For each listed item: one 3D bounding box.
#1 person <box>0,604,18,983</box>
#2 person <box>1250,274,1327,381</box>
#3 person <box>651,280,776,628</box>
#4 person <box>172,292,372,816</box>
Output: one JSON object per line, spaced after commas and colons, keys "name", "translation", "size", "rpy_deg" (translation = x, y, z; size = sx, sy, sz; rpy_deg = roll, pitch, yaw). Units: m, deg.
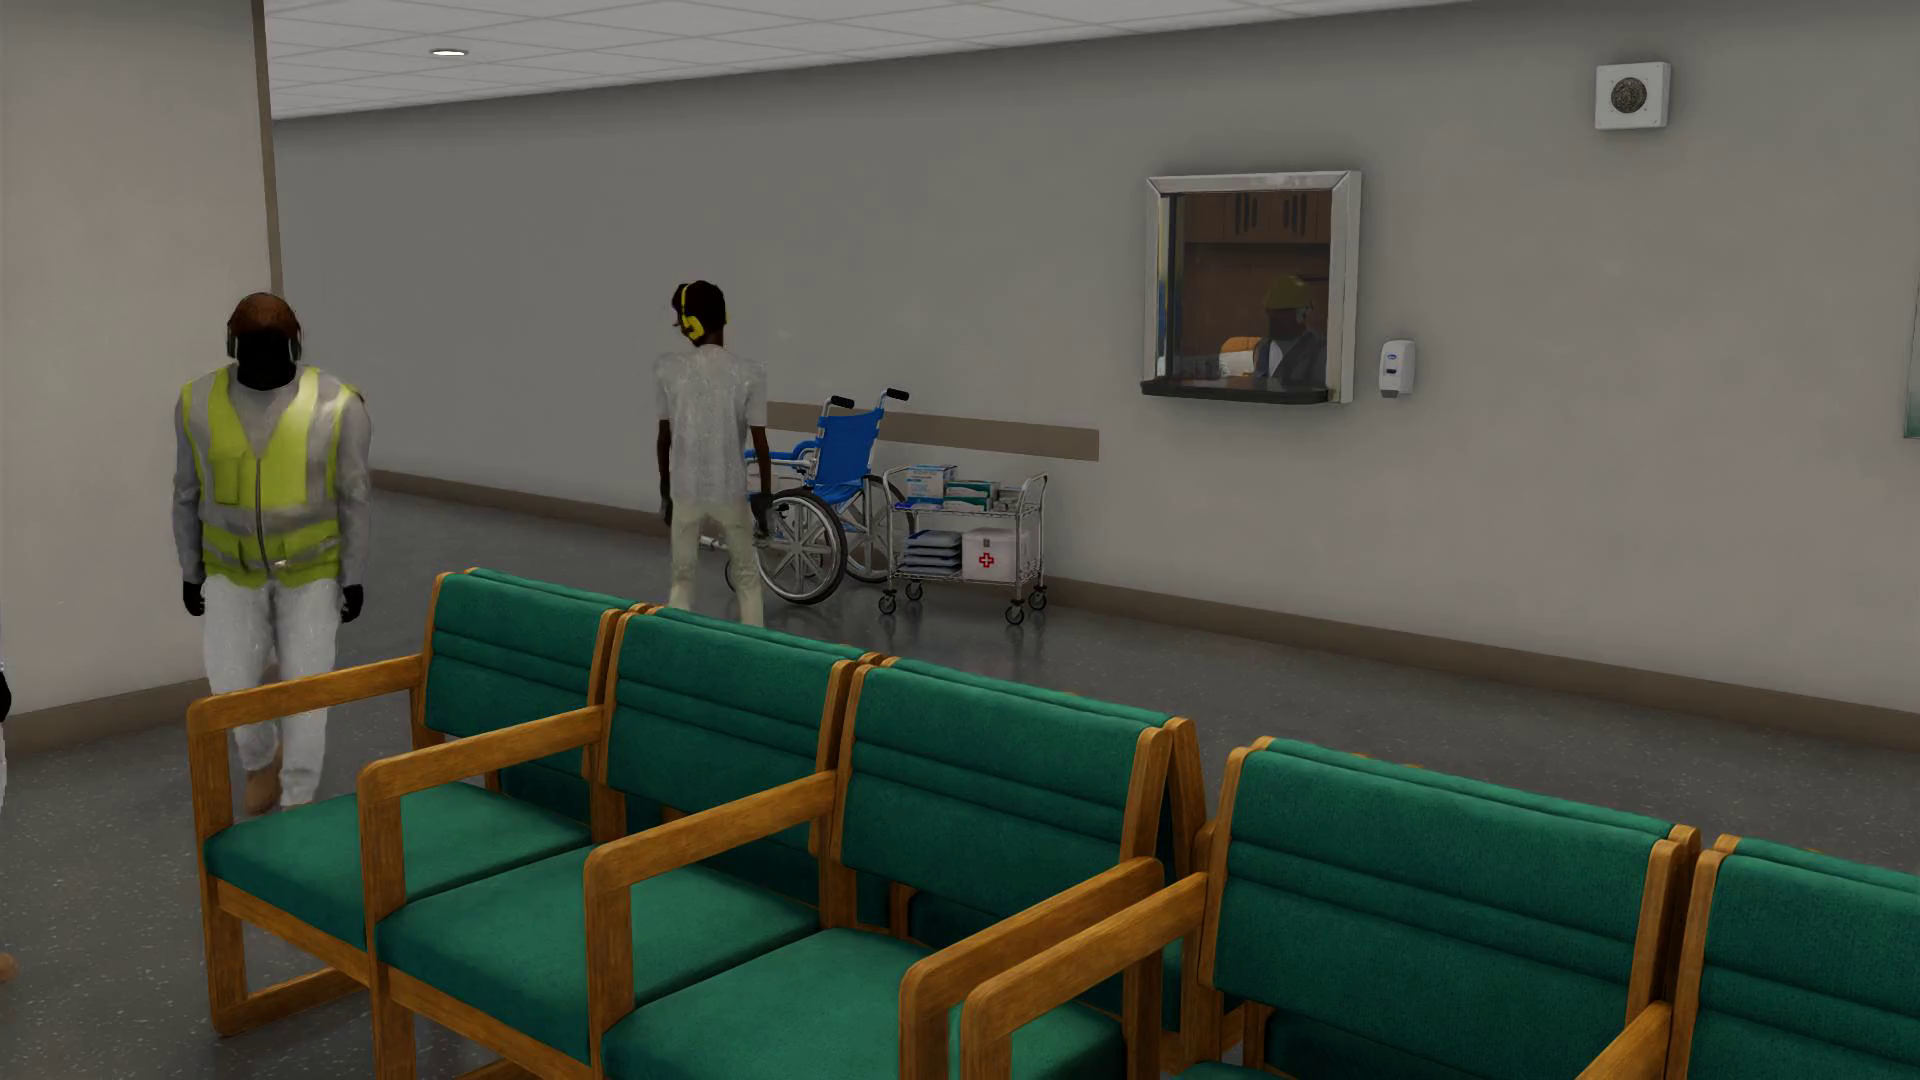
{"name": "person", "translation": [-2.731, 0.327, 4.178], "size": [0.641, 1.822, 0.455], "rpy_deg": [-2, 10, -12]}
{"name": "person", "translation": [1.753, -0.502, 8.905], "size": [0.405, 1.823, 0.591], "rpy_deg": [-6, 12, -32]}
{"name": "person", "translation": [-1.042, -0.176, 6.998], "size": [0.559, 1.842, 0.666], "rpy_deg": [0, 10, 0]}
{"name": "person", "translation": [-2.256, 0.094, 5.505], "size": [0.636, 1.824, 0.446], "rpy_deg": [-2, 10, -10]}
